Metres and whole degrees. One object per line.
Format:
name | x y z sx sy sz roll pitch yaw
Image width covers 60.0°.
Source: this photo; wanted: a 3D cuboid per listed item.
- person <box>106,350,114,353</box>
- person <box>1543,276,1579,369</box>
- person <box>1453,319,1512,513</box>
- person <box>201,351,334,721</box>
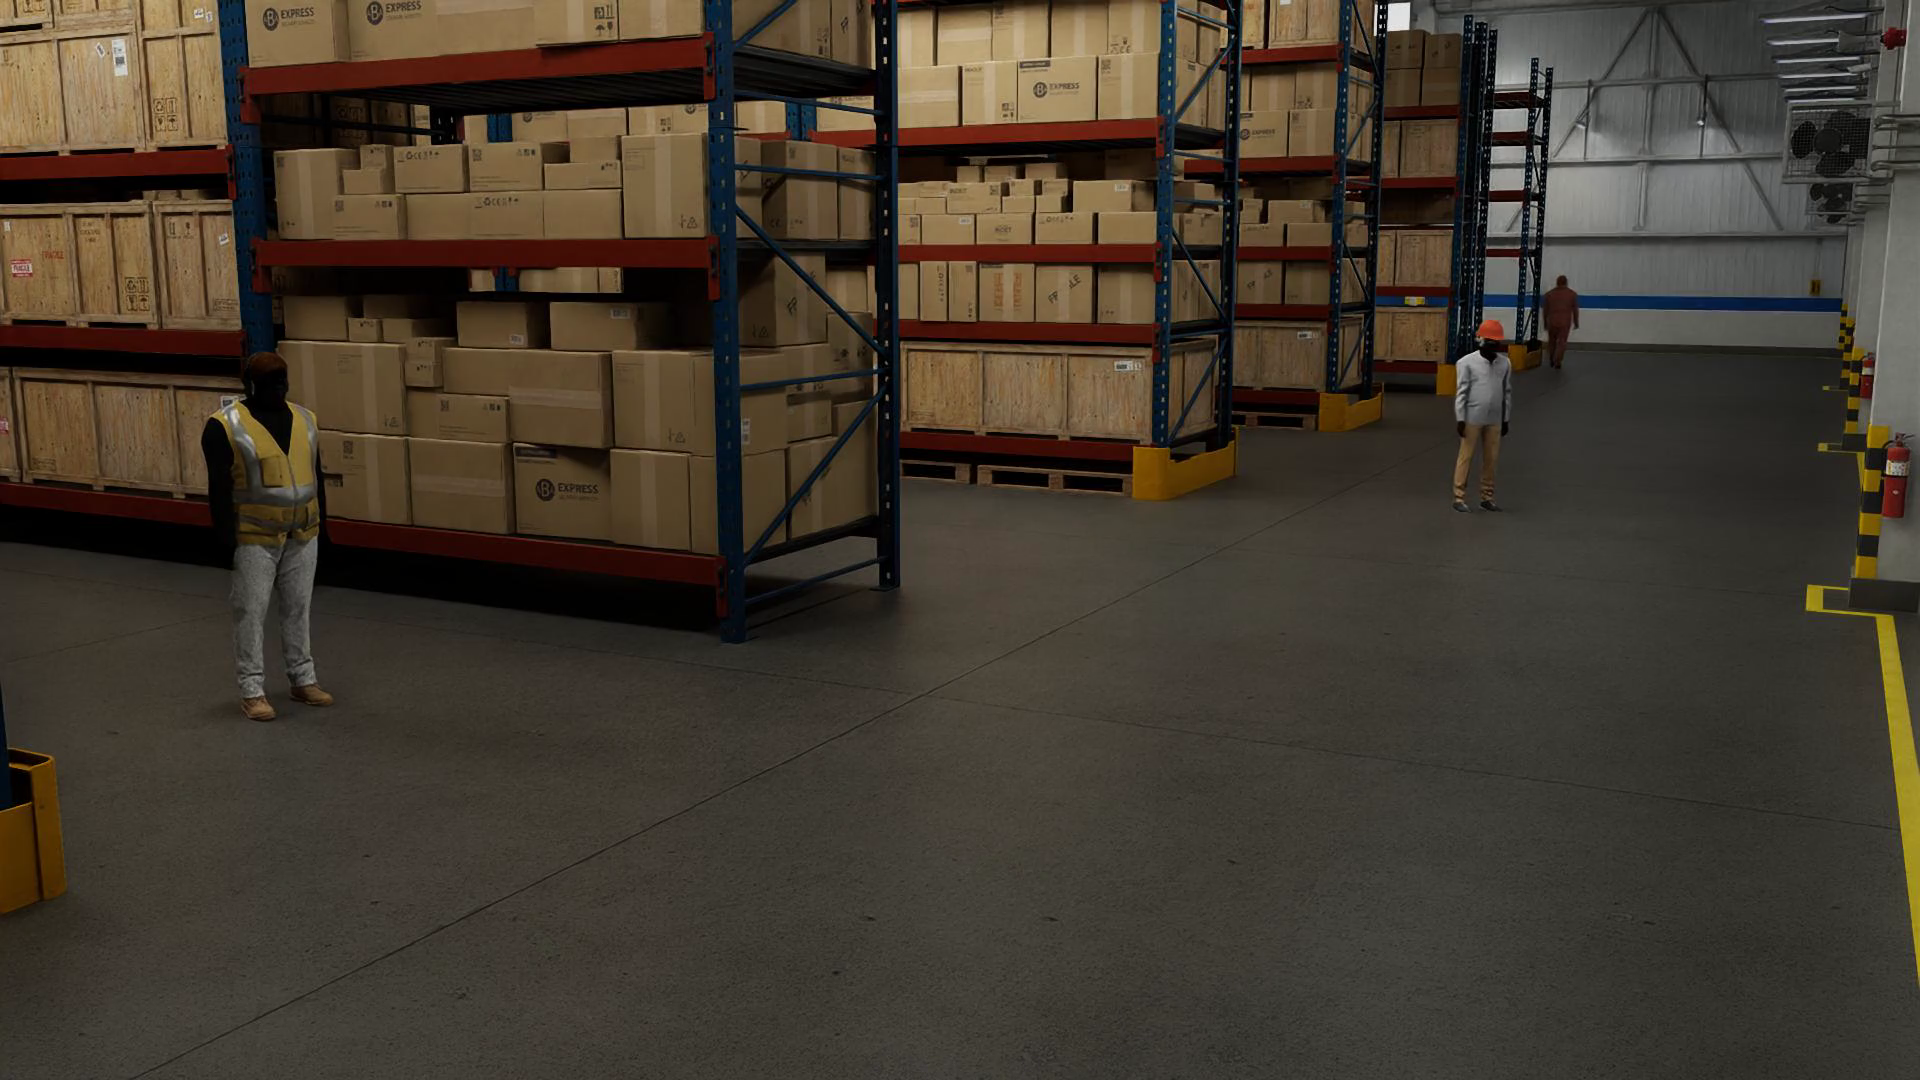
person | -9.850 -1.939 19.526 0.404 1.825 0.587 6 11 31
person | 12.243 -4.428 33.825 0.667 1.861 0.956 6 11 29
person | 4.716 -1.108 14.959 0.566 1.742 0.351 -3 10 -15
person | -3.463 -0.028 8.413 0.429 1.845 0.621 7 12 36
